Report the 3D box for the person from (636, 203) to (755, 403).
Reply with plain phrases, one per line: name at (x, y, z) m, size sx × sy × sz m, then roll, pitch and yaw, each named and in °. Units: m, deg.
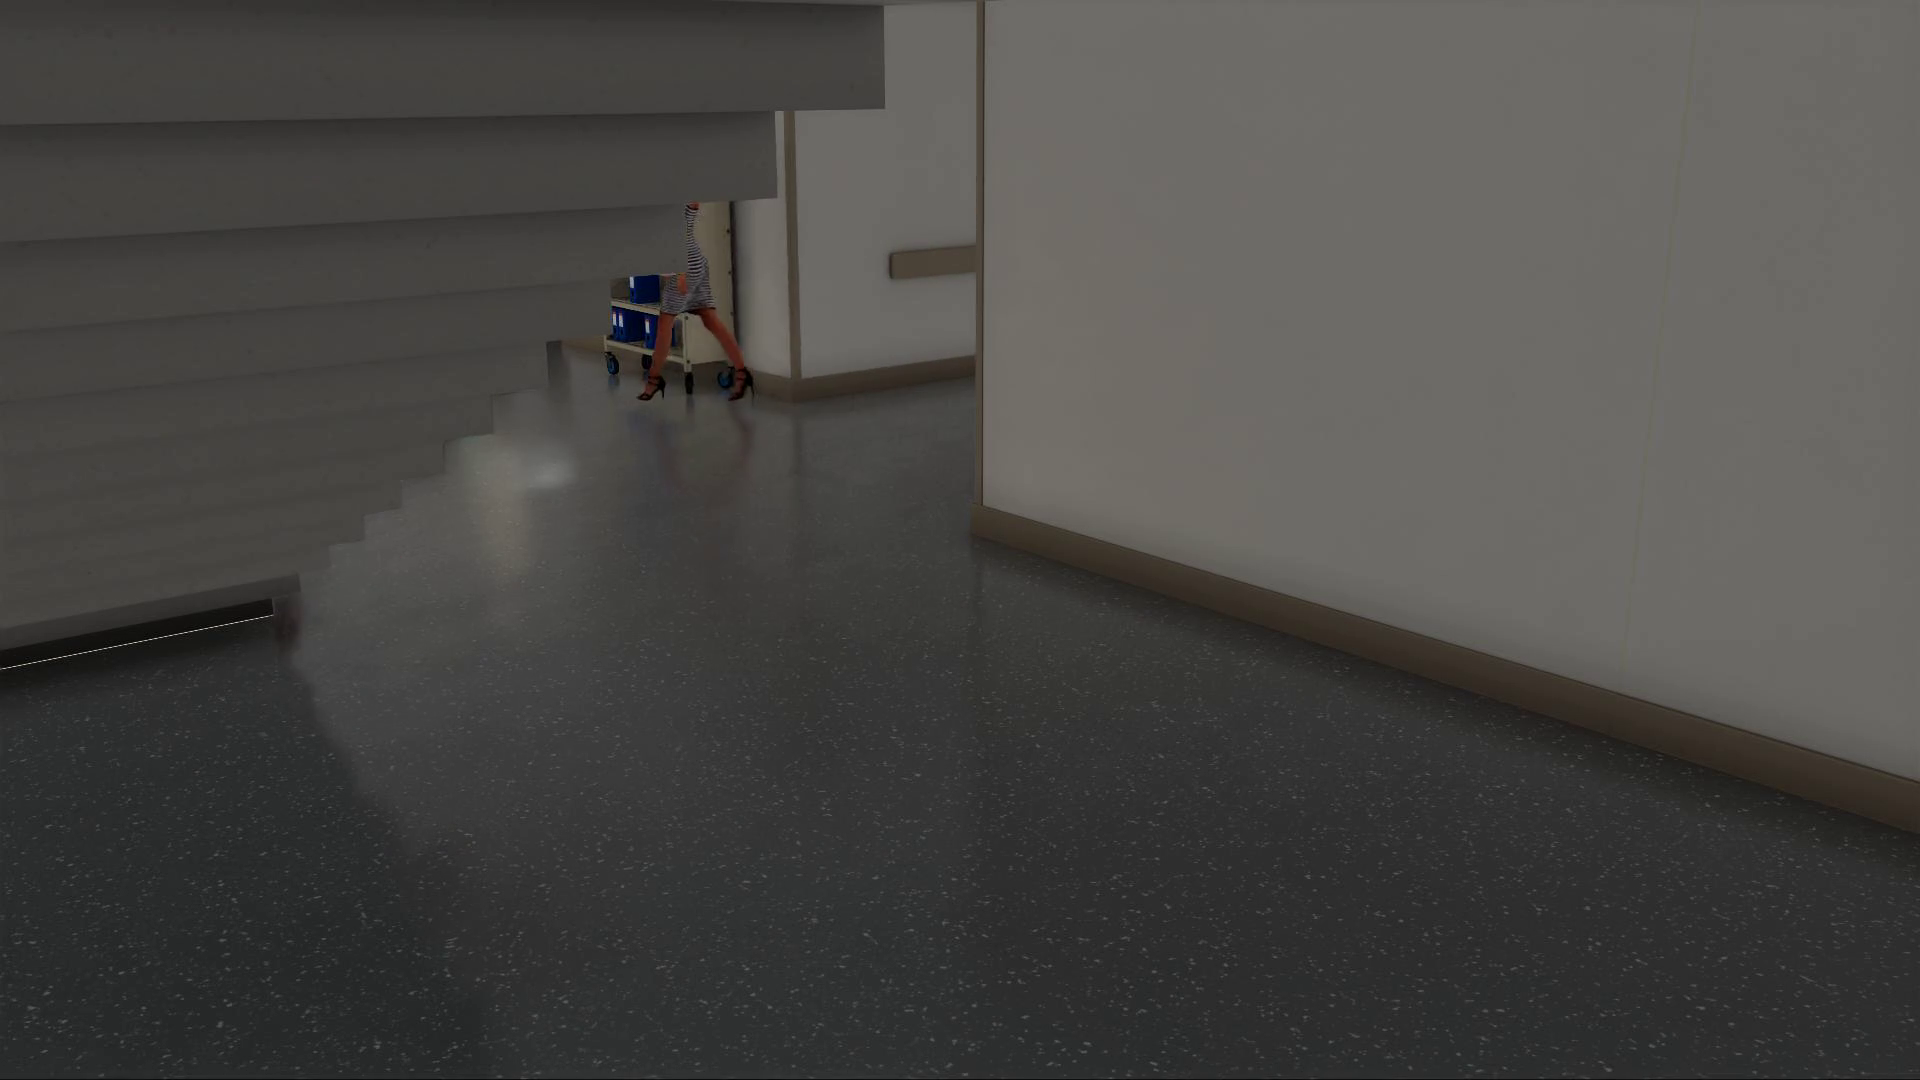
person at (-1.764, -1.782, 11.426) m, size 1.160 × 1.773 × 1.014 m, roll 3°, pitch 16°, yaw 12°
